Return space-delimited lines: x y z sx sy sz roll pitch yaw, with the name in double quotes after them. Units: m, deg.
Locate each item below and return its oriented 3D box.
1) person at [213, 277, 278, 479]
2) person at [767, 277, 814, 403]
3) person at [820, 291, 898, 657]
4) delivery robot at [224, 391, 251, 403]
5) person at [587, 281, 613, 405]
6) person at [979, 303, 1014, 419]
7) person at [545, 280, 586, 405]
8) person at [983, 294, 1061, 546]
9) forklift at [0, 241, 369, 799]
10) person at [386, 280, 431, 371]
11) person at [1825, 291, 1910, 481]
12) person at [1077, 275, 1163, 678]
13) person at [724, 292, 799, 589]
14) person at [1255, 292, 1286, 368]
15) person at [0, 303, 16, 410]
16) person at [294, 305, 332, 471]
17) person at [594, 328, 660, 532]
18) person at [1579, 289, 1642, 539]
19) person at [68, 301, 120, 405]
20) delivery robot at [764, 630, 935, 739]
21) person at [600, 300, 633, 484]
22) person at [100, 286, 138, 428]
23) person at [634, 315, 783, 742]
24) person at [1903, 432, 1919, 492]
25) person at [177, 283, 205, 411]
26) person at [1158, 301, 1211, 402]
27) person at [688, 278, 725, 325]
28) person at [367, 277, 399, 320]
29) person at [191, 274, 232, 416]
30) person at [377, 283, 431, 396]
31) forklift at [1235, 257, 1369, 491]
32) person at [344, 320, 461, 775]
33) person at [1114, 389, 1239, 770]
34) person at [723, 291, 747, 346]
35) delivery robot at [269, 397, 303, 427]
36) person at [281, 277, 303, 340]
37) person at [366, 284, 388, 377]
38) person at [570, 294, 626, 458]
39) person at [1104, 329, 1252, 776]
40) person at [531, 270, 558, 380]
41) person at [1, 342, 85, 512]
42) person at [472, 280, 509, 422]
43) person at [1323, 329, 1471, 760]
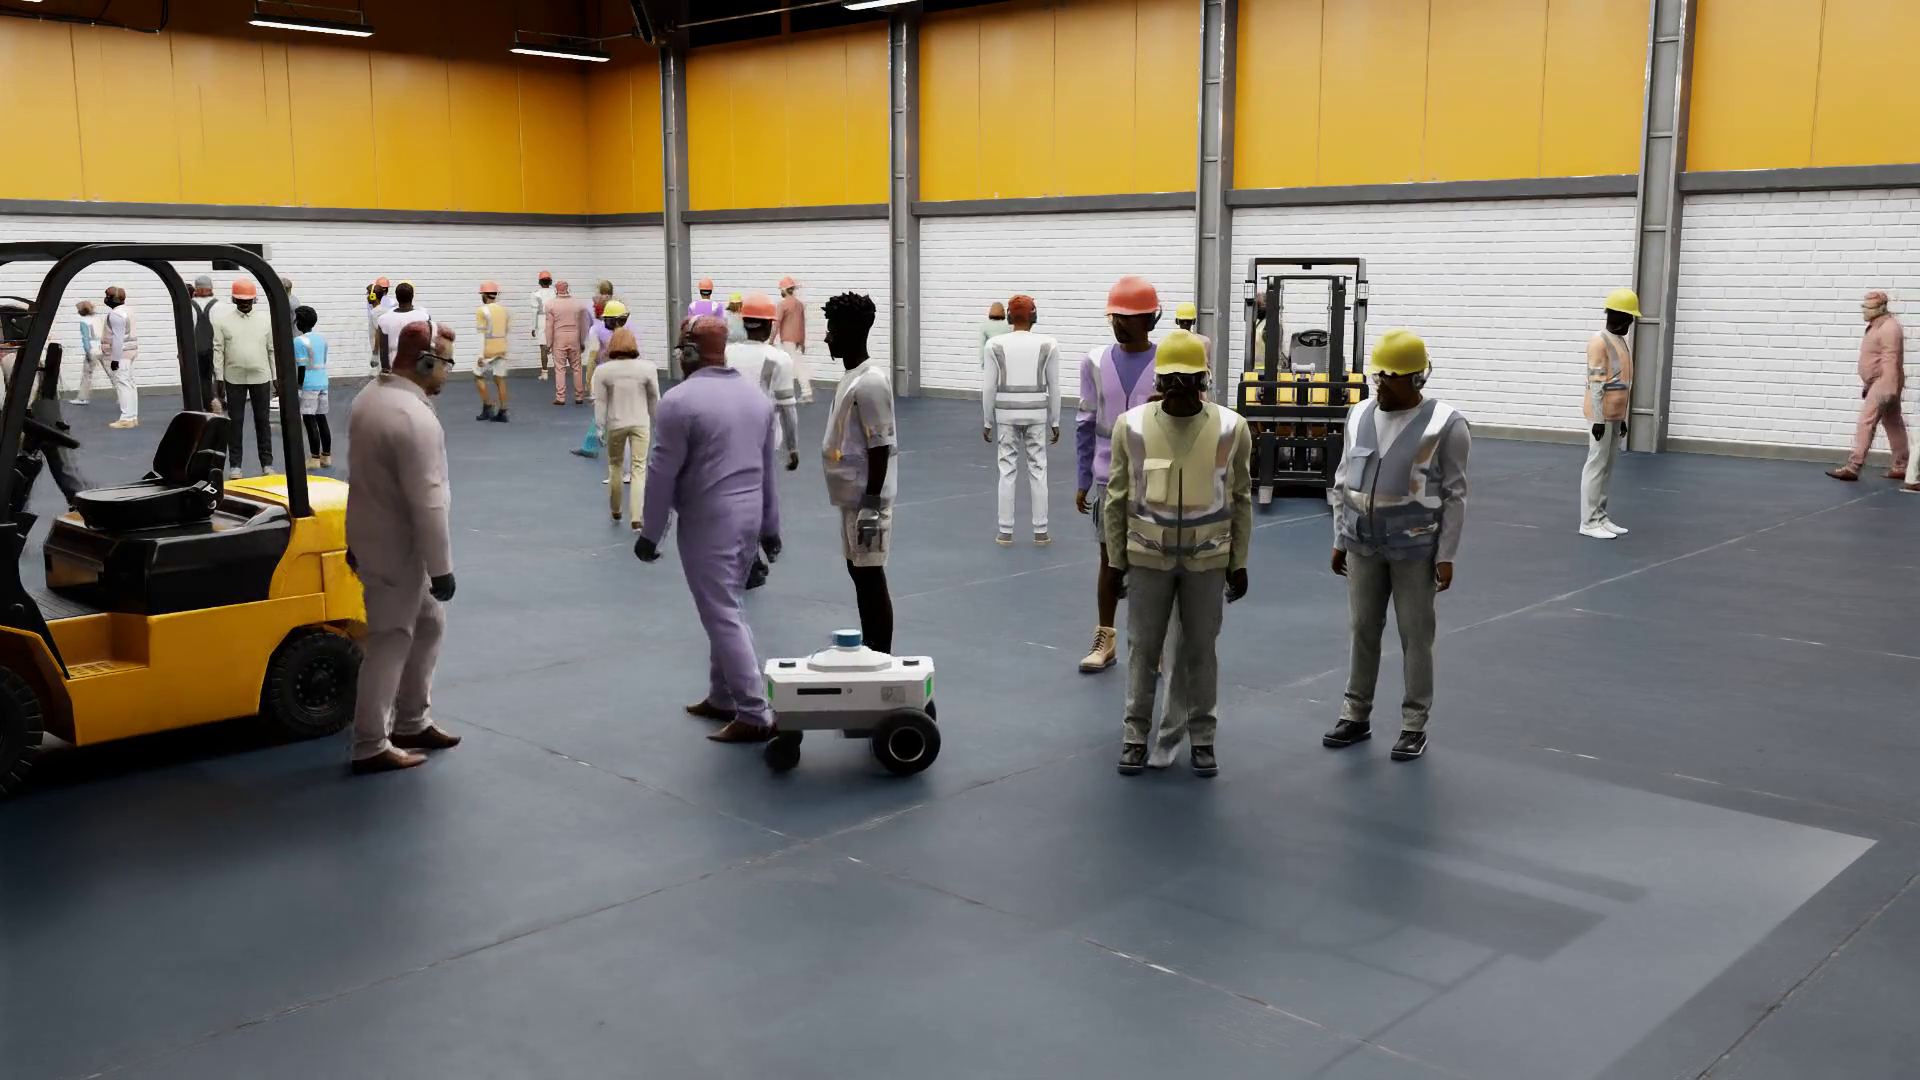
-7.040 -1.592 16.443 0.610 1.986 0.393 -5 10 -27 "person"
-2.659 -3.096 25.822 1.018 1.948 0.623 5 10 26 "person"
-0.490 -0.219 8.080 0.362 1.963 0.614 -2 10 -13 "person"
-10.535 -2.189 24.187 0.477 0.478 0.707 -1 9 -8 "delivery robot"
-5.386 -3.021 25.501 0.651 1.882 1.003 4 10 23 "person"
0.543 -2.507 23.250 0.507 1.596 0.836 2 9 10 "person"
-6.034 -3.012 25.410 0.636 1.902 0.406 -6 11 -31 "person"
0.463 -0.888 12.453 0.583 1.876 0.338 0 9 0 "person"
-3.706 -0.171 7.093 1.214 2.155 2.313 9 13 43 "forklift"
-7.042 -2.350 21.260 0.589 1.930 0.361 0 9 0 "person"
8.931 -1.489 16.248 0.907 1.854 0.740 3 10 19 "person"
0.873 -0.312 8.426 0.611 2.040 0.393 4 10 22 "person"
-1.311 -0.655 10.912 0.587 1.910 0.717 3 10 20 "person"
3.204 -1.703 17.603 0.458 1.829 0.663 0 9 2 "person"
-12.208 -2.223 21.400 0.530 1.613 0.672 0 9 -3 "person"
-6.696 -1.562 17.142 0.315 1.696 0.540 1 9 7 "person"
-2.655 -0.889 13.334 0.520 1.597 0.825 -1 9 -8 "person"
5.026 -0.975 12.862 0.374 1.920 0.585 7 12 37 "person"
-13.125 -2.837 25.296 0.843 1.591 0.596 1 9 9 "person"
-0.465 0.620 6.969 0.707 0.478 0.477 -1 9 -3 "delivery robot"
-3.302 -1.423 16.077 0.309 1.769 0.523 1 9 8 "person"
-10.981 -2.385 21.738 0.429 1.846 0.633 -2 9 -12 "person"
-1.069 -0.046 7.376 0.685 1.873 0.670 6 11 31 "person"
9.091 -1.211 15.267 0.706 1.594 0.528 4 10 21 "person"
-11.195 -2.805 24.236 0.310 1.868 0.533 3 10 19 "person"
2.163 -1.429 16.127 0.522 1.765 0.317 1 9 6 "person"
-3.783 -2.952 24.920 0.552 1.937 0.359 1 9 7 "person"
-9.727 -3.480 28.162 0.544 1.939 0.354 -3 10 -16 "person"
-10.245 -2.634 22.660 0.678 2.000 0.863 -2 9 -12 "person"
-6.067 -1.859 18.292 0.587 1.917 0.391 -1 9 -8 "person"
3.309 -1.629 16.029 1.214 2.155 2.313 2 9 11 "forklift"
-2.251 0.038 6.835 0.660 1.862 0.697 -6 11 -32 "person"
0.943 0.113 7.169 0.555 1.603 0.809 4 10 25 "person"
-3.478 -3.014 25.953 0.526 1.719 0.515 -3 10 -16 "person"
-8.490 -1.660 20.949 0.477 0.478 0.707 1 9 7 "delivery robot"
-10.360 -3.083 25.727 0.353 1.937 0.635 -8 12 -41 "person"
-7.875 -2.530 22.549 0.312 1.869 0.535 0 9 -2 "person"
-3.824 -1.750 17.996 1.000 1.797 0.580 3 10 20 "person"
0.888 0.059 6.786 0.601 1.830 0.403 1 9 7 "person"
-7.691 -3.989 30.963 0.615 2.040 0.391 -6 11 -33 "person"
-6.731 -0.783 12.097 1.011 1.789 0.527 2 10 14 "person"
-6.369 -2.545 22.493 0.586 1.914 0.565 6 11 33 "person"
1.838 0.017 7.076 0.588 1.822 0.403 8 12 40 "person"
